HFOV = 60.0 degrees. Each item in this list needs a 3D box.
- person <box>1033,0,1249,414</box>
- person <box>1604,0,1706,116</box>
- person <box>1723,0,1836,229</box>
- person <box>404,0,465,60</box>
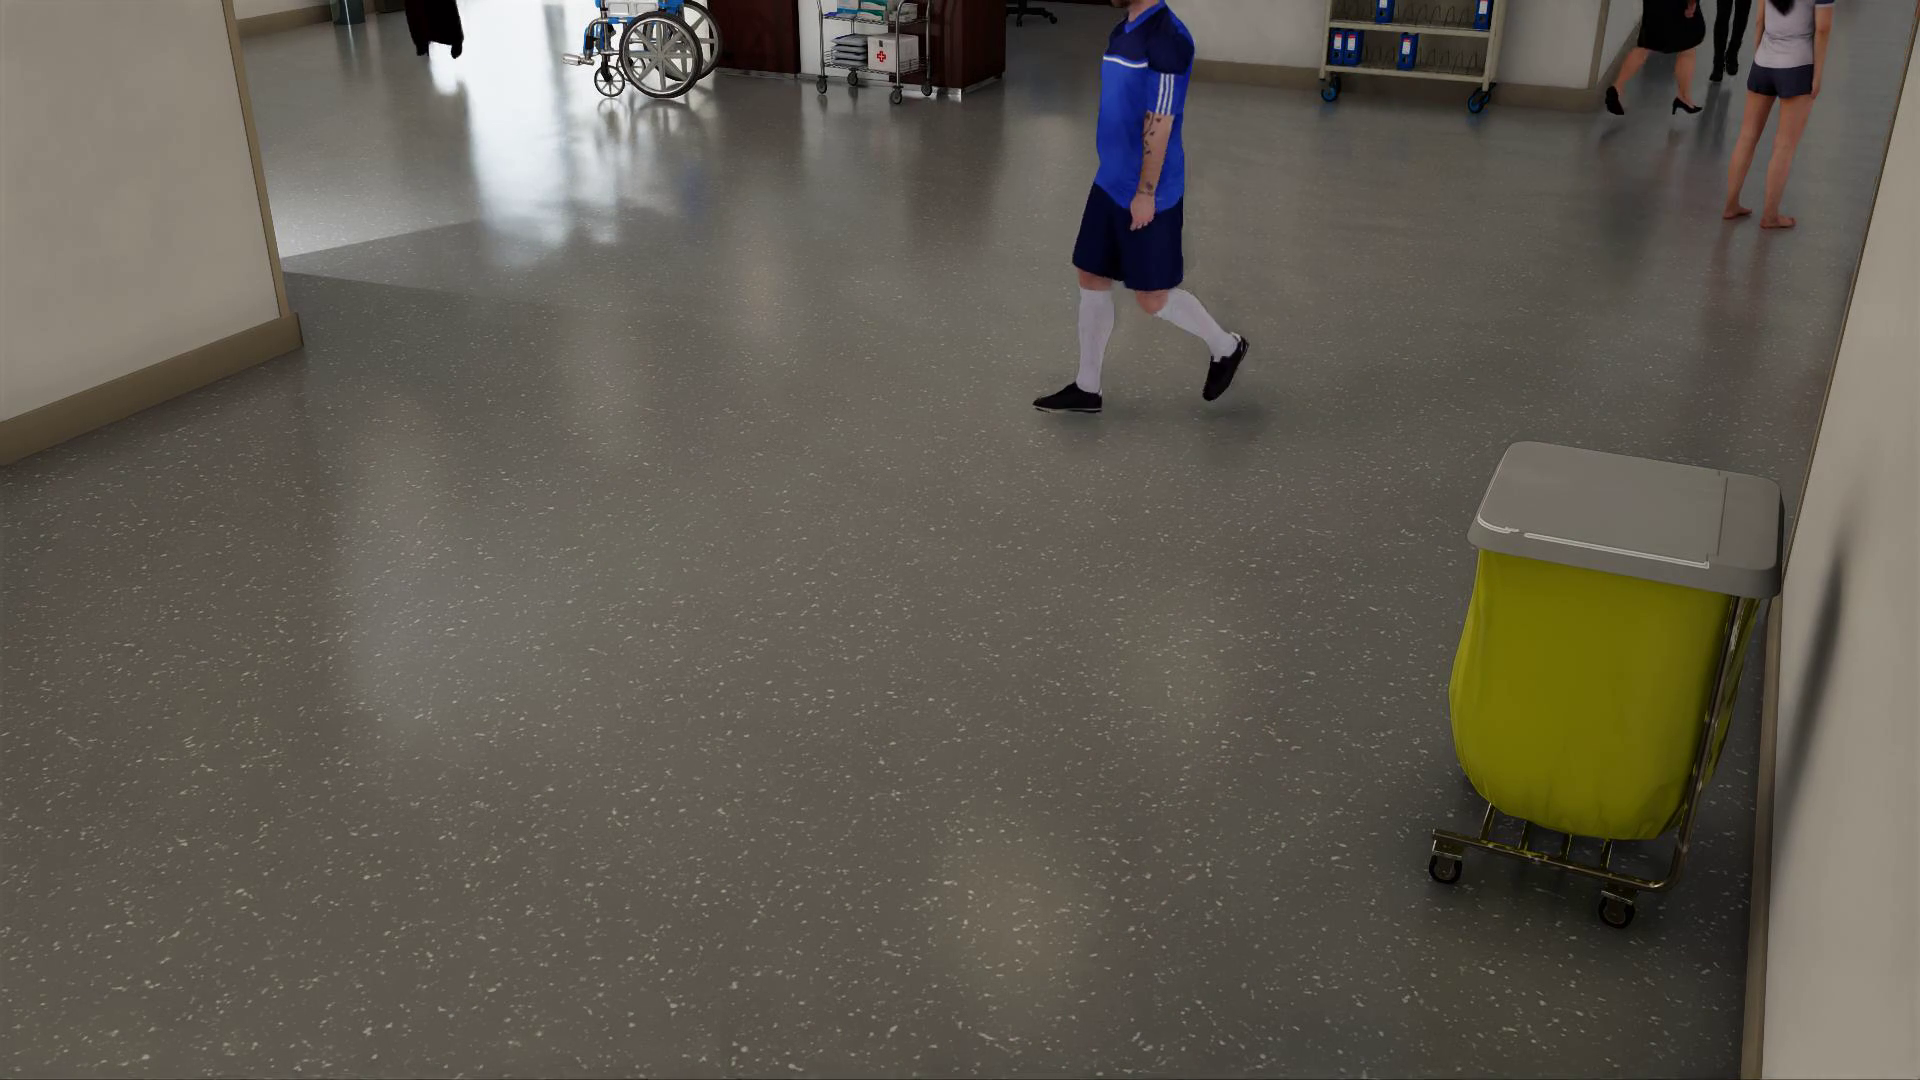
[{"bbox_3d":[0.754,-1.323,6.343,1.166,1.816,1.127,-10,27,-19],"label":"person"},{"bbox_3d":[4.894,-3.752,11.582,1.156,1.641,1.095,-9,27,-18],"label":"person"},{"bbox_3d":[4.498,-2.583,9.082,0.741,1.706,0.649,-14,29,-27],"label":"person"},{"bbox_3d":[-4.336,-4.756,13.570,1.030,1.723,1.195,-15,30,-28],"label":"person"}]
